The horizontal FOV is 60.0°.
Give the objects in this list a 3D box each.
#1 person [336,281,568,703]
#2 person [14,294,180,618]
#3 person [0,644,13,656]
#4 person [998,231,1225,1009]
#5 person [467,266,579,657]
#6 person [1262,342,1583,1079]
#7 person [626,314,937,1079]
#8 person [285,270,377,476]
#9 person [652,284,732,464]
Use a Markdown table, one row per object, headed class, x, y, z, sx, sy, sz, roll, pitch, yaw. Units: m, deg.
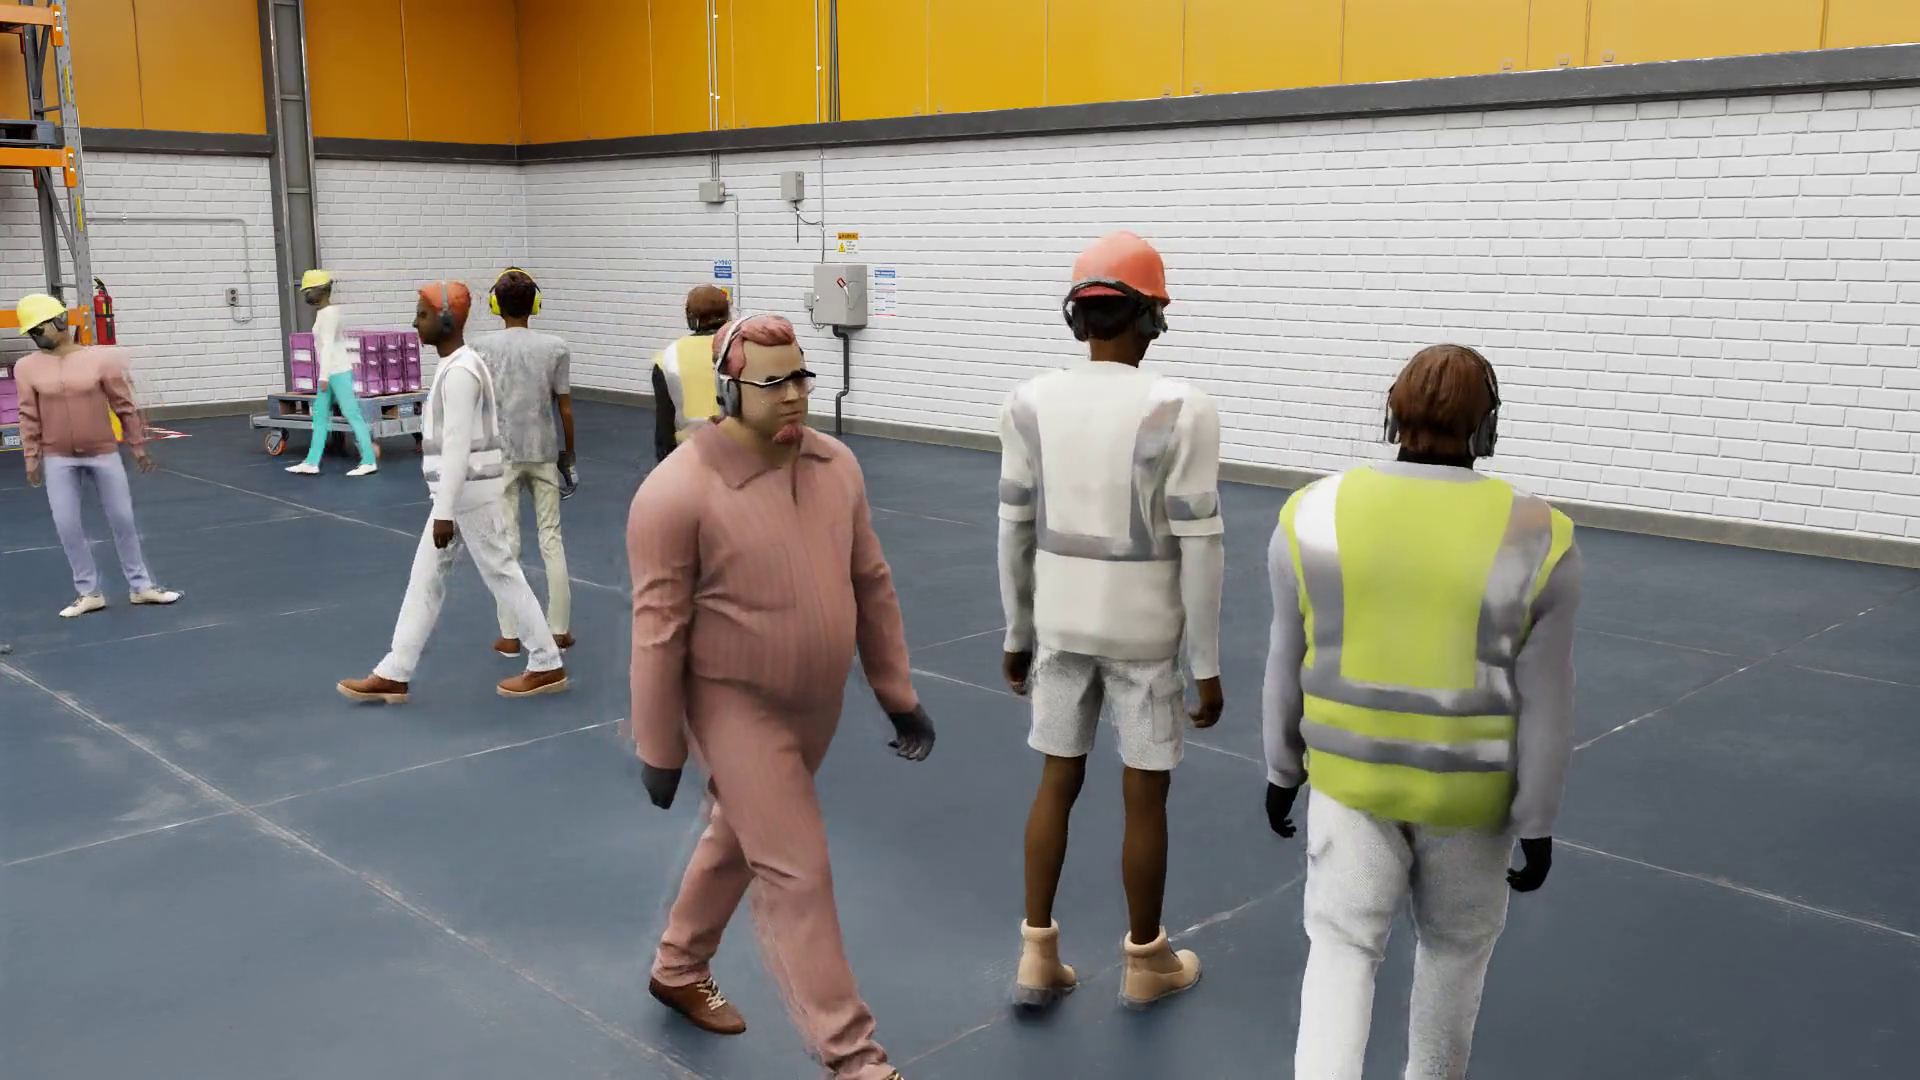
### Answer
| class | x | y | z | sx | sy | sz | roll | pitch | yaw |
| --- | --- | --- | --- | --- | --- | --- | --- | --- | --- |
| person | -2.183 | -0.188 | 7.156 | 0.974 | 1.829 | 0.596 | -4 | 11 | -20 |
| person | -4.590 | -0.446 | 8.840 | 0.693 | 1.717 | 0.408 | -4 | 11 | -20 |
| person | -5.027 | -0.264 | 7.640 | 0.949 | 1.811 | 0.566 | -6 | 12 | -31 |
| person | 0.376 | 0.240 | 4.290 | 0.638 | 2.035 | 0.538 | 6 | 12 | 31 |
| person | -2.104 | -0.370 | 8.015 | 0.514 | 1.876 | 0.328 | -3 | 11 | -18 |
| person | 0.911 | 0.508 | 3.394 | 0.631 | 1.814 | 0.817 | 4 | 11 | 23 |
| person | -0.447 | 0.397 | 3.915 | 1.048 | 1.853 | 0.636 | 7 | 13 | 34 |
| person | -5.317 | -1.380 | 13.902 | 0.814 | 1.718 | 0.647 | -5 | 11 | -24 |
| person | -1.188 | -0.365 | 8.250 | 0.644 | 1.796 | 0.978 | 1 | 10 | 8 |
